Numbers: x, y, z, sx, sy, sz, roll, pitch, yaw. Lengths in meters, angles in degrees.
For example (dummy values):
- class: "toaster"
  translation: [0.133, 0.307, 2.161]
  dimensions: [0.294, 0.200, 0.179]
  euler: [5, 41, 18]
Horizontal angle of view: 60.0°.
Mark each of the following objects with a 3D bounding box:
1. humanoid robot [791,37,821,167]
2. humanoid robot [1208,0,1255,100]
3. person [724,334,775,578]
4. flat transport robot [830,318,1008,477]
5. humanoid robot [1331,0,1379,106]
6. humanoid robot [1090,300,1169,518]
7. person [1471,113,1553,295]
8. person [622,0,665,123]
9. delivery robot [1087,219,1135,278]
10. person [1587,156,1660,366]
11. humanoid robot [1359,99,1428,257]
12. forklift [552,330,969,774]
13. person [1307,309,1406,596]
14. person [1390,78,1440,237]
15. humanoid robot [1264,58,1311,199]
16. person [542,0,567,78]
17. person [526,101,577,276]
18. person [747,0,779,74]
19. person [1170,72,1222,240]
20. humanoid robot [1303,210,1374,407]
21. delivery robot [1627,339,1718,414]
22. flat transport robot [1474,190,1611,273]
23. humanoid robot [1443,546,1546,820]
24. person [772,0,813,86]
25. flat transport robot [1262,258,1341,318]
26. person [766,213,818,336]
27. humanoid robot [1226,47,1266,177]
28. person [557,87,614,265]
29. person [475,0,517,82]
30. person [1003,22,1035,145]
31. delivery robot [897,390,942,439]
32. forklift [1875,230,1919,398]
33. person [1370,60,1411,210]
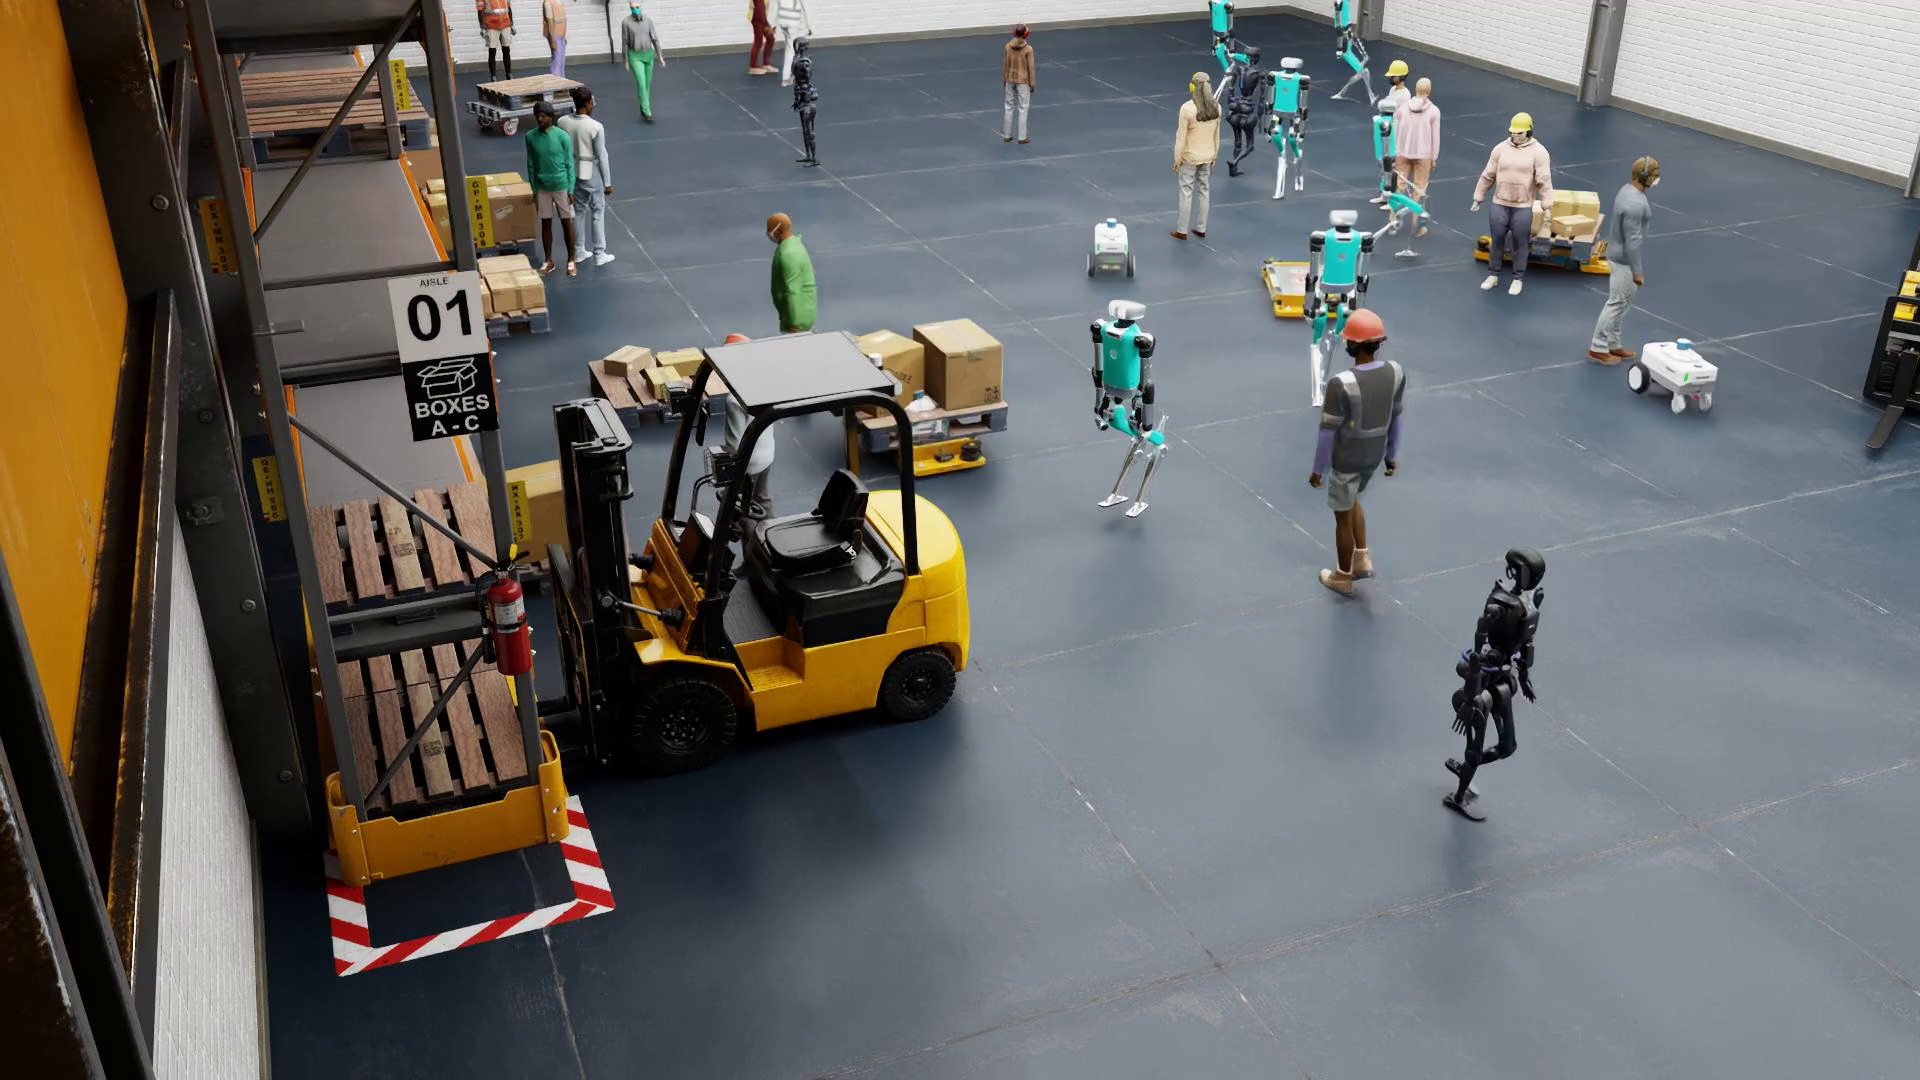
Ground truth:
- class: "humanoid robot"
  translation: [-2.043, -5.771, 21.883]
  dimensions: [0.315, 1.657, 0.599]
  euler: [-9, 28, -18]
- class: "humanoid robot"
  translation: [4.232, -7.542, 25.421]
  dimensions: [1.018, 1.773, 0.532]
  euler: [-14, 30, -25]
- class: "person"
  translation: [-1.474, -0.588, 11.522]
  dimensions: [0.351, 1.737, 0.572]
  euler: [9, 28, 17]
- class: "flat transport robot"
  translation: [-0.367, -0.902, 13.782]
  dimensions: [0.659, 0.231, 1.431]
  euler: [-11, 29, -21]
- class: "humanoid robot"
  translation: [6.092, -7.498, 25.299]
  dimensions: [0.932, 1.802, 0.560]
  euler: [12, 29, 23]
- class: "humanoid robot"
  translation: [1.317, -1.006, 12.205]
  dimensions: [0.533, 1.677, 0.735]
  euler: [23, 35, 38]
- class: "person"
  translation: [5.708, -3.481, 17.149]
  dimensions: [0.818, 1.855, 0.434]
  euler: [16, 31, 29]
- class: "person"
  translation: [-4.593, -7.025, 24.236]
  dimensions: [0.537, 1.804, 0.863]
  euler: [-17, 31, -31]
- class: "delivery robot"
  translation: [1.628, -3.148, 17.949]
  dimensions: [0.499, 0.610, 0.814]
  euler: [1, 27, 3]
- class: "person"
  translation: [6.109, -2.542, 15.188]
  dimensions: [0.425, 1.933, 0.645]
  euler: [8, 28, 15]
- class: "humanoid robot"
  translation: [4.834, -3.903, 18.123]
  dimensions: [0.937, 1.752, 0.531]
  euler: [4, 27, 7]
- class: "forklift"
  translation: [-1.094, 0.010, 9.831]
  dimensions: [2.313, 2.155, 1.214]
  euler: [-10, 28, -20]
- class: "person"
  translation: [2.624, -0.569, 11.159]
  dimensions: [0.635, 2.028, 0.436]
  euler: [-15, 30, -27]
- class: "person"
  translation: [5.175, -4.353, 18.959]
  dimensions: [0.535, 1.781, 0.400]
  euler: [13, 29, 23]
- class: "humanoid robot"
  translation: [4.089, -5.074, 20.491]
  dimensions: [0.546, 1.812, 0.926]
  euler: [14, 30, 25]
- class: "person"
  translation: [-6.217, -7.735, 25.621]
  dimensions: [0.385, 1.841, 0.563]
  euler: [3, 27, 5]
- class: "person"
  translation: [-4.317, -3.734, 17.655]
  dimensions: [0.492, 1.850, 0.401]
  euler: [1, 27, 3]
- class: "person"
  translation: [-3.261, -8.498, 27.259]
  dimensions: [0.567, 1.732, 0.496]
  euler: [4, 27, 8]
- class: "person"
  translation: [2.689, -4.337, 18.846]
  dimensions: [0.565, 1.867, 0.406]
  euler: [-12, 29, -23]
- class: "humanoid robot"
  translation: [3.229, -2.073, 14.543]
  dimensions: [0.530, 1.822, 0.871]
  euler: [2, 27, 3]
- class: "delivery robot"
  translation: [6.289, -1.473, 14.592]
  dimensions: [0.499, 0.589, 0.790]
  euler: [-5, 27, -10]
- class: "flat transport robot"
  translation: [6.460, -3.188, 18.328]
  dimensions: [1.431, 0.231, 0.659]
  euler: [12, 29, 22]
- class: "humanoid robot"
  translation: [2.825, 0.748, 8.932]
  dimensions: [0.591, 1.635, 0.412]
  euler: [-21, 33, -35]
- class: "person"
  translation: [-2.691, -8.238, 26.603]
  dimensions: [0.594, 1.849, 0.603]
  euler: [14, 30, 26]
- class: "flat transport robot"
  translation: [3.520, -2.598, 17.155]
  dimensions: [0.659, 0.231, 1.431]
  euler: [2, 27, 3]
- class: "person"
  translation: [-1.359, -1.893, 14.095]
  dimensions: [0.529, 1.754, 0.576]
  euler: [1, 27, 2]
- class: "humanoid robot"
  translation: [3.566, -5.454, 21.270]
  dimensions: [0.528, 1.646, 0.596]
  euler: [-23, 34, -37]
- class: "person"
  translation: [-4.038, -3.915, 17.958]
  dimensions: [0.596, 1.906, 0.402]
  euler: [12, 29, 22]
- class: "person"
  translation: [-7.319, -8.141, 26.293]
  dimensions: [0.612, 1.965, 0.361]
  euler: [-21, 33, -35]
- class: "person"
  translation: [0.804, -6.305, 22.995]
  dimensions: [0.478, 1.642, 0.325]
  euler: [12, 29, 22]
- class: "delivery robot"
  translation: [-0.355, -0.965, 13.573]
  dimensions: [0.499, 0.581, 0.774]
  euler: [-7, 27, -13]
- class: "forklift"
  translation: [9.029, -2.397, 14.618]
  dimensions: [1.214, 2.155, 2.313]
  euler: [18, 32, 32]
- class: "person"
  translation: [5.200, -4.864, 19.998]
  dimensions: [0.328, 1.765, 0.532]
  euler: [-3, 27, -7]
